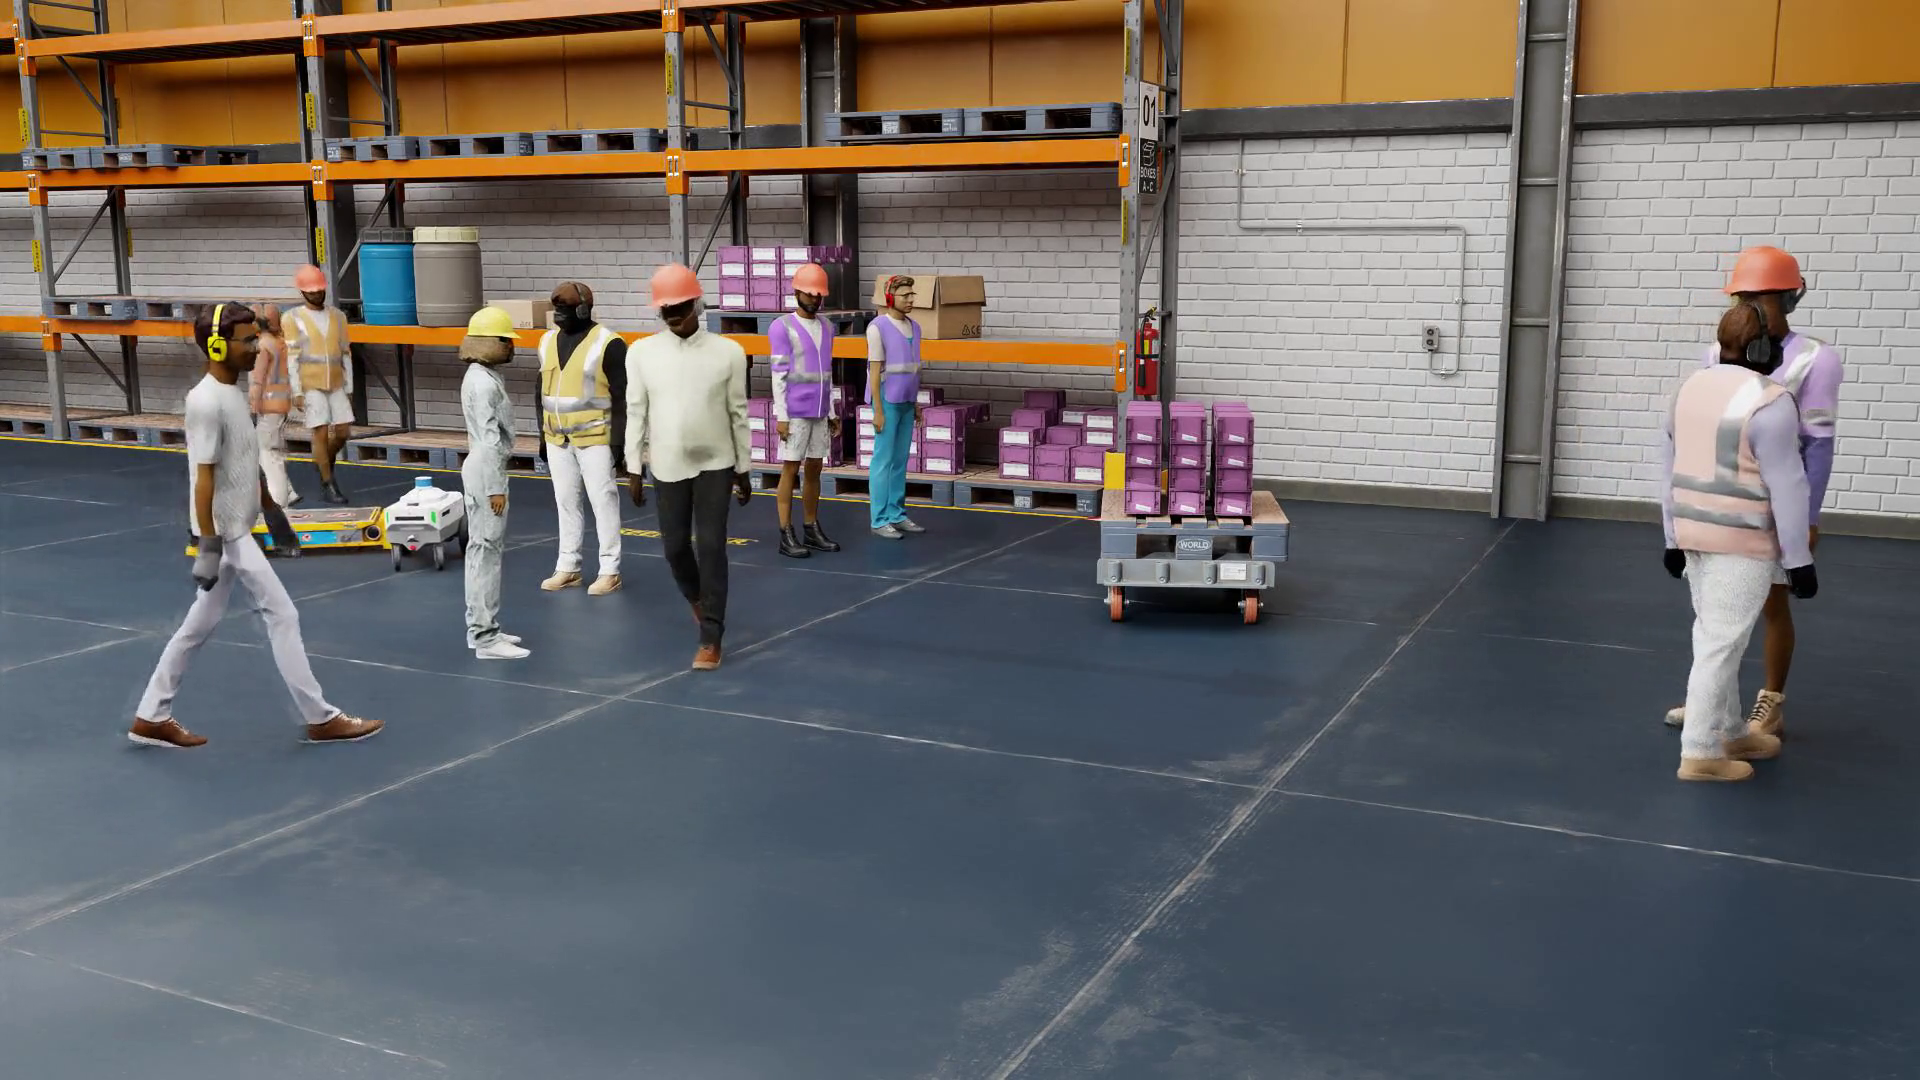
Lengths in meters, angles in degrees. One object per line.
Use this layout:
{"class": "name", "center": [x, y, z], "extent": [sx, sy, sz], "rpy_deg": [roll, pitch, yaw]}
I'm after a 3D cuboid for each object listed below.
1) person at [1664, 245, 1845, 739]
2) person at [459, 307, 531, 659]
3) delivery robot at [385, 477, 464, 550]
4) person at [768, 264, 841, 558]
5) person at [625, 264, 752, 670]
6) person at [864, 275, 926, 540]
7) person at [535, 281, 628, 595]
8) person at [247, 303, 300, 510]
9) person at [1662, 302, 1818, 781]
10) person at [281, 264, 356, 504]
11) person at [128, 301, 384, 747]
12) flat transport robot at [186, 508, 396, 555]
{"class": "person", "center": [3.252, -0.177, 6.824], "extent": [0.386, 2.044, 0.606], "rpy_deg": [-6, 11, -30]}
{"class": "person", "center": [-2.329, -0.285, 8.300], "extent": [0.322, 1.741, 0.489], "rpy_deg": [-4, 11, -21]}
{"class": "delivery robot", "center": [-3.452, -0.165, 10.740], "extent": [0.477, 0.478, 0.707], "rpy_deg": [0, 10, -2]}
{"class": "person", "center": [-1.003, -0.852, 11.010], "extent": [0.374, 1.929, 0.542], "rpy_deg": [8, 13, 39]}
{"class": "person", "center": [-1.340, -0.390, 8.268], "extent": [0.619, 1.961, 0.907], "rpy_deg": [-1, 10, -4]}
{"class": "person", "center": [-0.465, -0.942, 11.757], "extent": [0.396, 1.847, 0.565], "rpy_deg": [6, 12, 30]}
{"class": "person", "center": [-2.234, -0.593, 9.786], "extent": [0.630, 1.840, 0.429], "rpy_deg": [5, 11, 24]}
{"class": "person", "center": [-5.208, -0.967, 12.510], "extent": [0.364, 1.625, 0.546], "rpy_deg": [-1, 10, -8]}
{"class": "person", "center": [3.000, 0.016, 6.377], "extent": [0.512, 1.843, 0.642], "rpy_deg": [-2, 10, -9]}
{"class": "person", "center": [-5.134, -1.241, 13.296], "extent": [0.537, 1.910, 0.554], "rpy_deg": [9, 13, 42]}
{"class": "person", "center": [-2.928, -0.045, 6.707], "extent": [0.975, 1.828, 0.513], "rpy_deg": [-4, 11, -19]}
{"class": "flat transport robot", "center": [-4.417, -0.069, 11.272], "extent": [1.431, 0.197, 0.652], "rpy_deg": [-3, 10, -15]}
